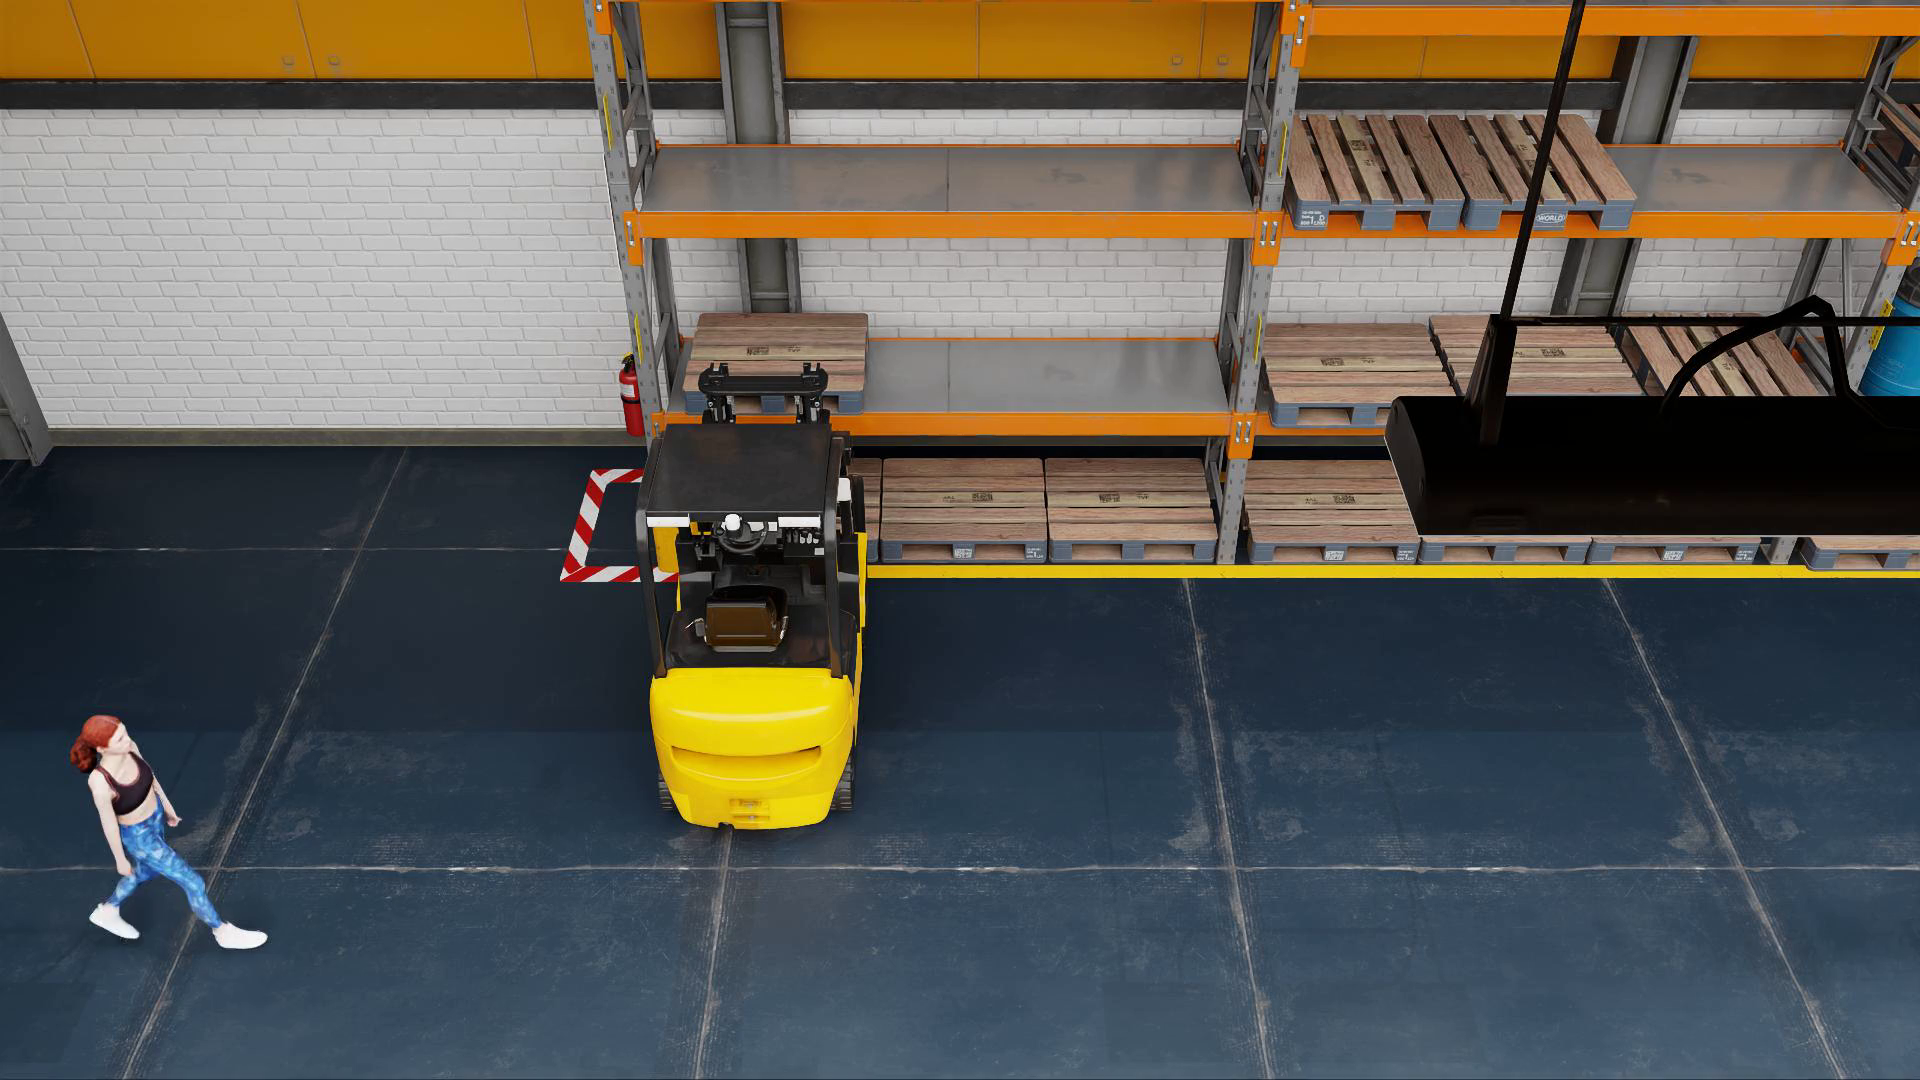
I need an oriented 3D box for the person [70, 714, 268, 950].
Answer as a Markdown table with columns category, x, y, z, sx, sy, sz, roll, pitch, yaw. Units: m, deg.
| category | x | y | z | sx | sy | sz | roll | pitch | yaw |
| --- | --- | --- | --- | --- | --- | --- | --- | --- | --- |
| person | -4.407 | 1.594 | 8.839 | 1.165 | 1.749 | 0.561 | -1 | 39 | -1 |
